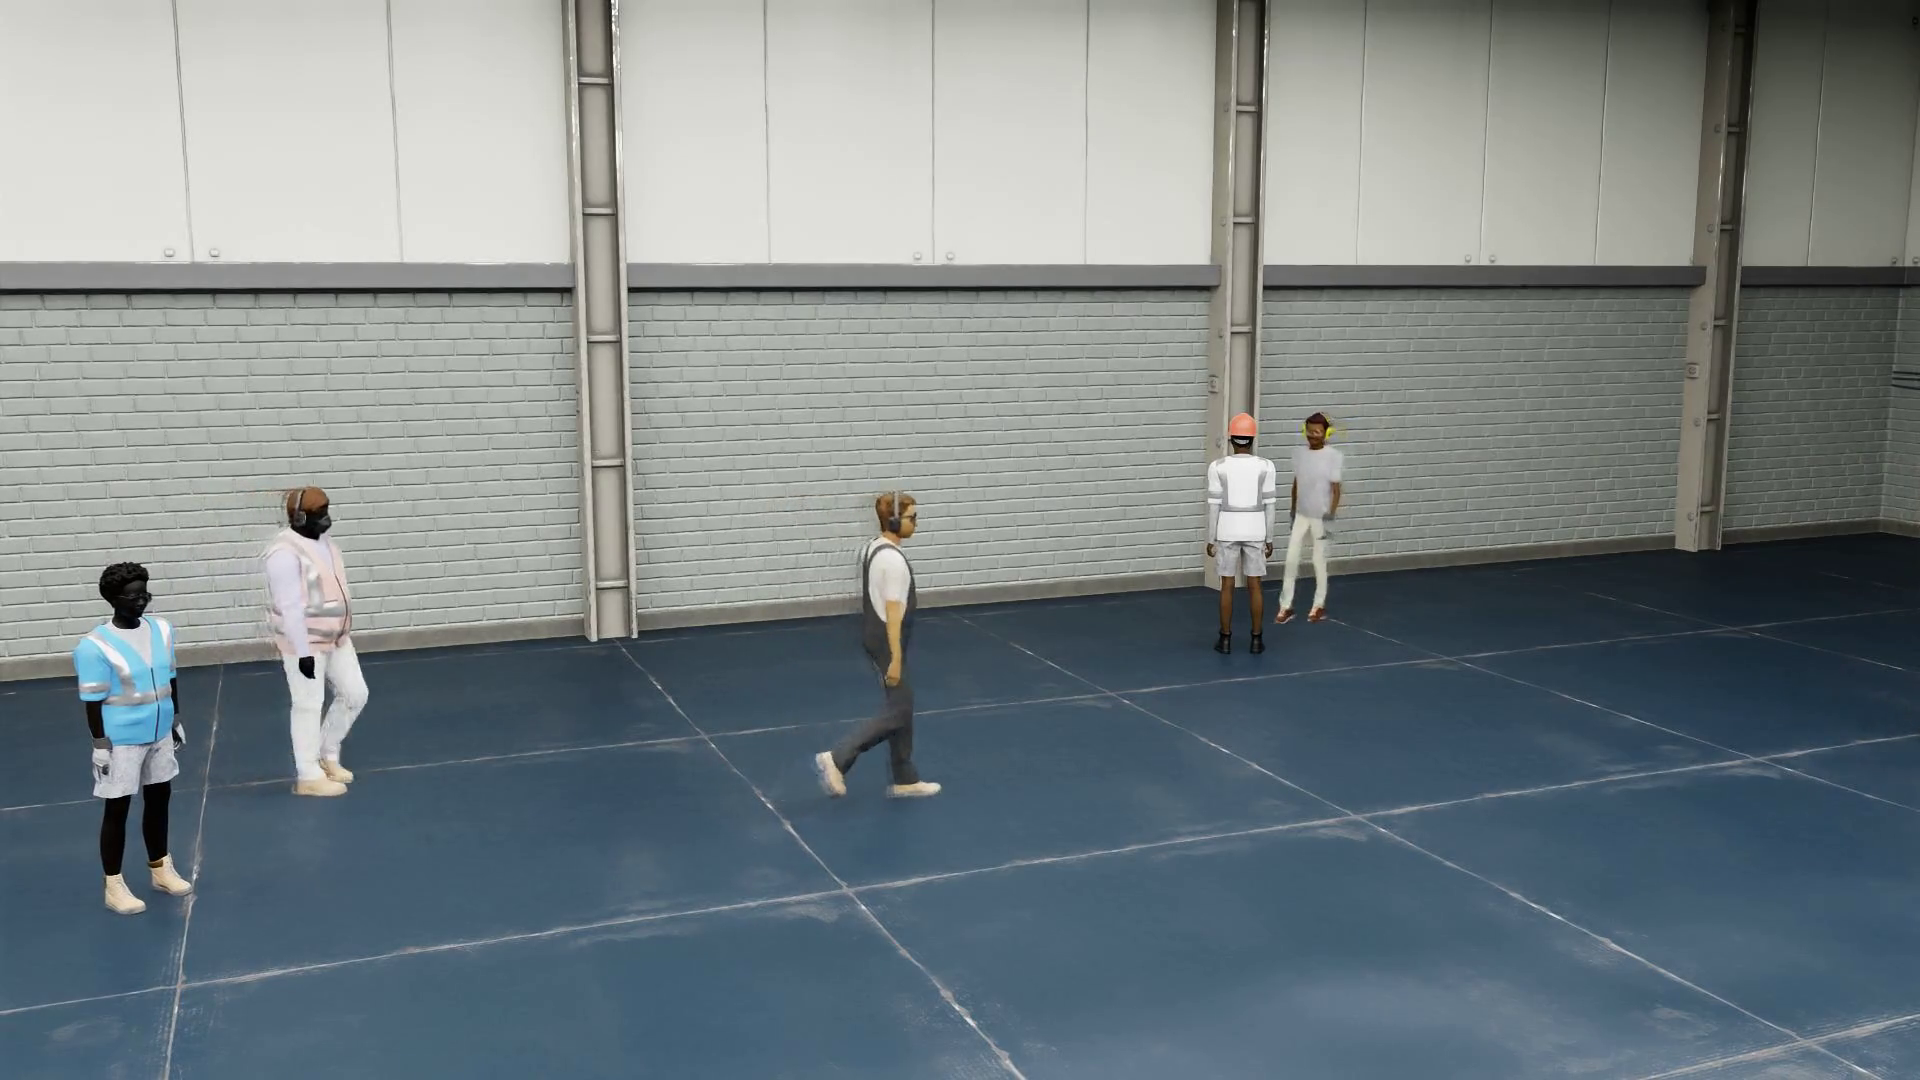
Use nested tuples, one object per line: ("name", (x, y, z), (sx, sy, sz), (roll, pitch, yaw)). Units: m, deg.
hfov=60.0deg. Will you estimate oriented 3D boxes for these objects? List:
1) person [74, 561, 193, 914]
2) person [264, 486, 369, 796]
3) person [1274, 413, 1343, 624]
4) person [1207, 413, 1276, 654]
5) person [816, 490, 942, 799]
("person", (-3.955, 0.932, 7.967), (0.321, 1.689, 0.530), (3, 10, 21))
("person", (-3.731, 0.596, 9.637), (0.452, 1.826, 0.640), (2, 9, 10))
("person", (3.051, -0.179, 14.441), (0.519, 1.843, 0.612), (7, 11, 38))
("person", (2.244, -0.045, 13.319), (0.543, 1.939, 0.360), (1, 9, 4))
("person", (-0.462, 0.623, 9.497), (0.679, 1.830, 0.509), (-2, 9, -15))
